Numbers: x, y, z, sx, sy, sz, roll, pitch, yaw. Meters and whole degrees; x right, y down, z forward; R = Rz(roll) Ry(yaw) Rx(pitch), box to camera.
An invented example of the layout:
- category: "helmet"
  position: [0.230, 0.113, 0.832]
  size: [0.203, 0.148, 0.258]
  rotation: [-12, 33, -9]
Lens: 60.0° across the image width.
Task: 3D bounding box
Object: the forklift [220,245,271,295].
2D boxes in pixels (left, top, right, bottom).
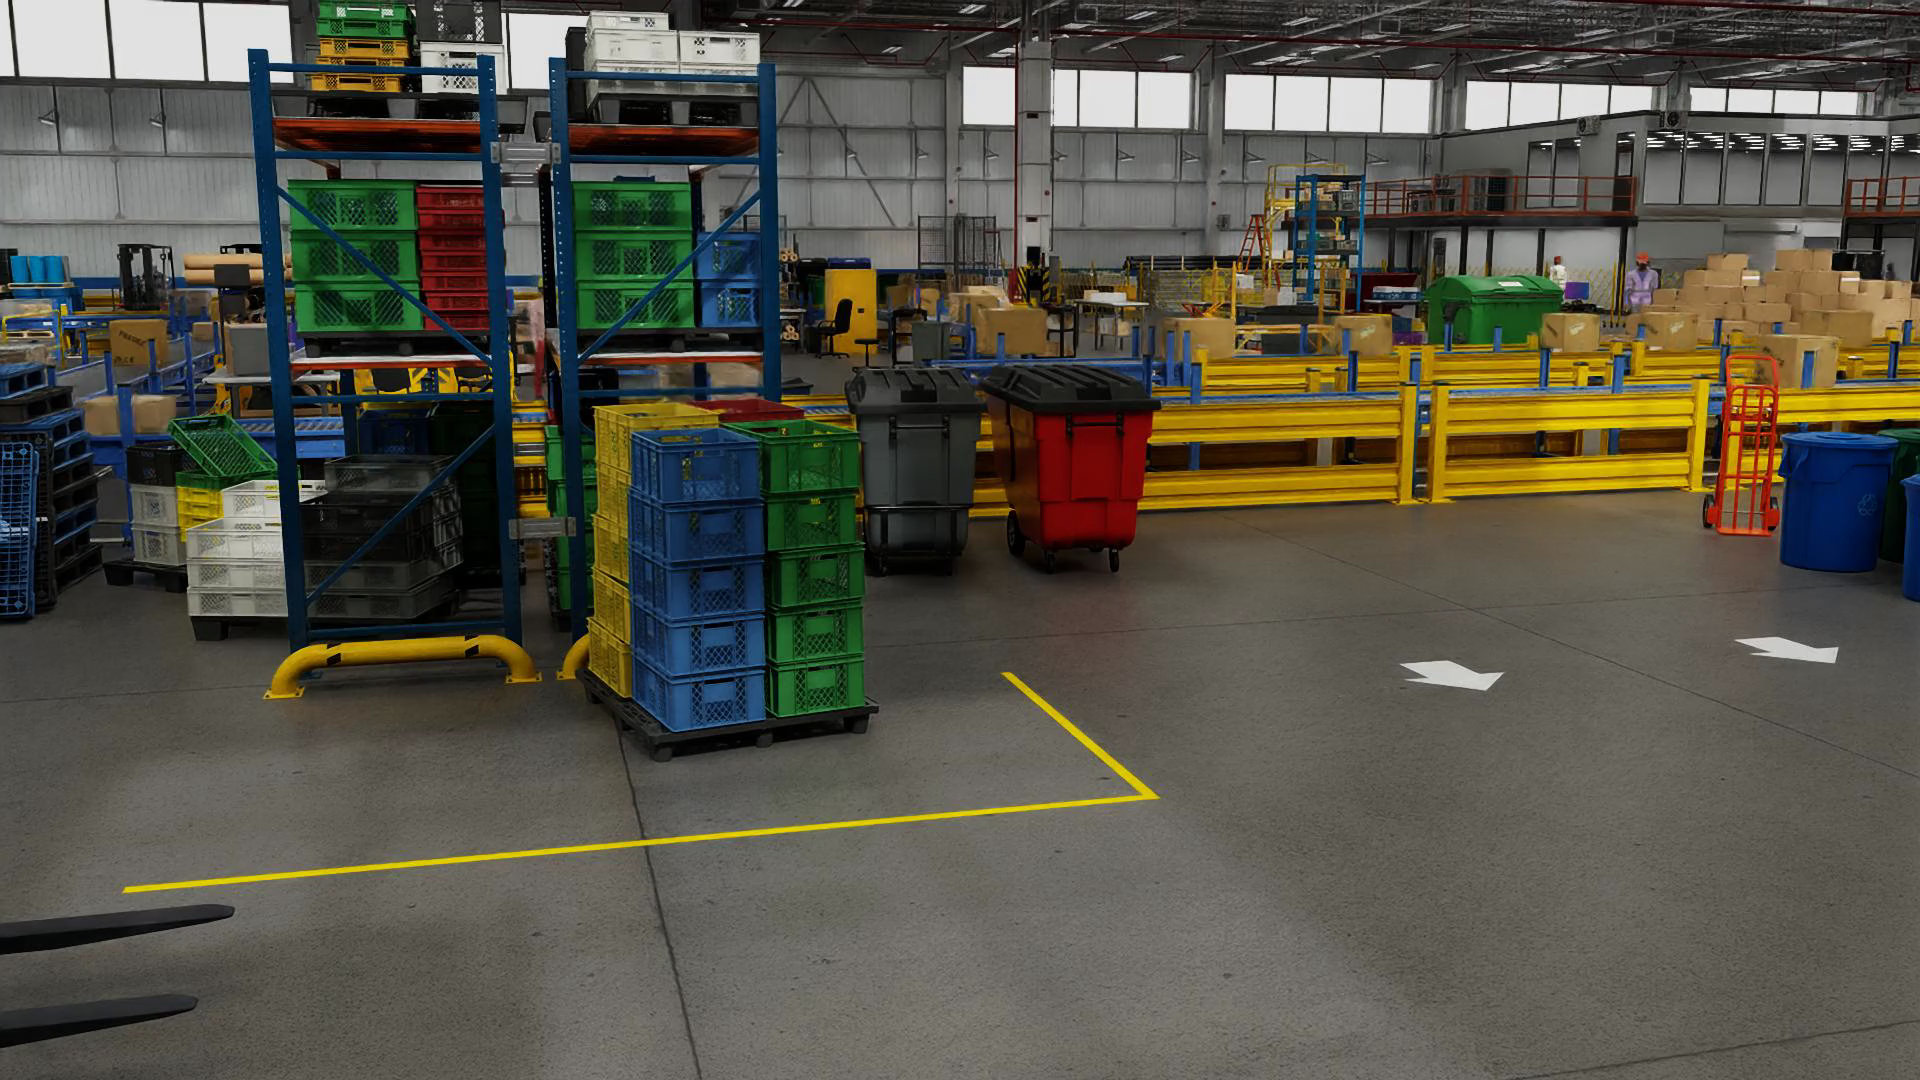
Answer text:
- category: "forklift"
  position: [-17.749, -6.334, 41.440]
  size: [1.157, 1.987, 2.680]
  rotation: [-3, 10, -17]

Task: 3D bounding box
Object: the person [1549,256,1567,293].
- category: "person"
  position: [17.578, -7.416, 48.843]
  size: [0.587, 1.867, 0.698]
  rotation: [-2, 10, -12]

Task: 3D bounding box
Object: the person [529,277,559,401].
- category: "person"
  position: [-5.494, -2.675, 22.341]
  size: [0.549, 1.719, 0.900]
  rotation: [-10, 14, -44]

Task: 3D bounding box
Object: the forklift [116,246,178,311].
- category: "forklift"
  position: [-19.966, -6.232, 40.894]
  size: [1.157, 1.987, 2.680]
  rotation: [-3, 10, -15]

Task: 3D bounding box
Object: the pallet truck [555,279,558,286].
- category: "pallet truck"
  position: [-10.604, -6.375, 44.520]
  size: [0.653, 1.274, 1.630]
  rotation: [-3, 10, -15]

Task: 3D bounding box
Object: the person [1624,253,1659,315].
- category: "person"
  position: [13.858, -4.839, 33.871]
  size: [0.633, 1.985, 1.033]
  rotation: [4, 11, 20]
